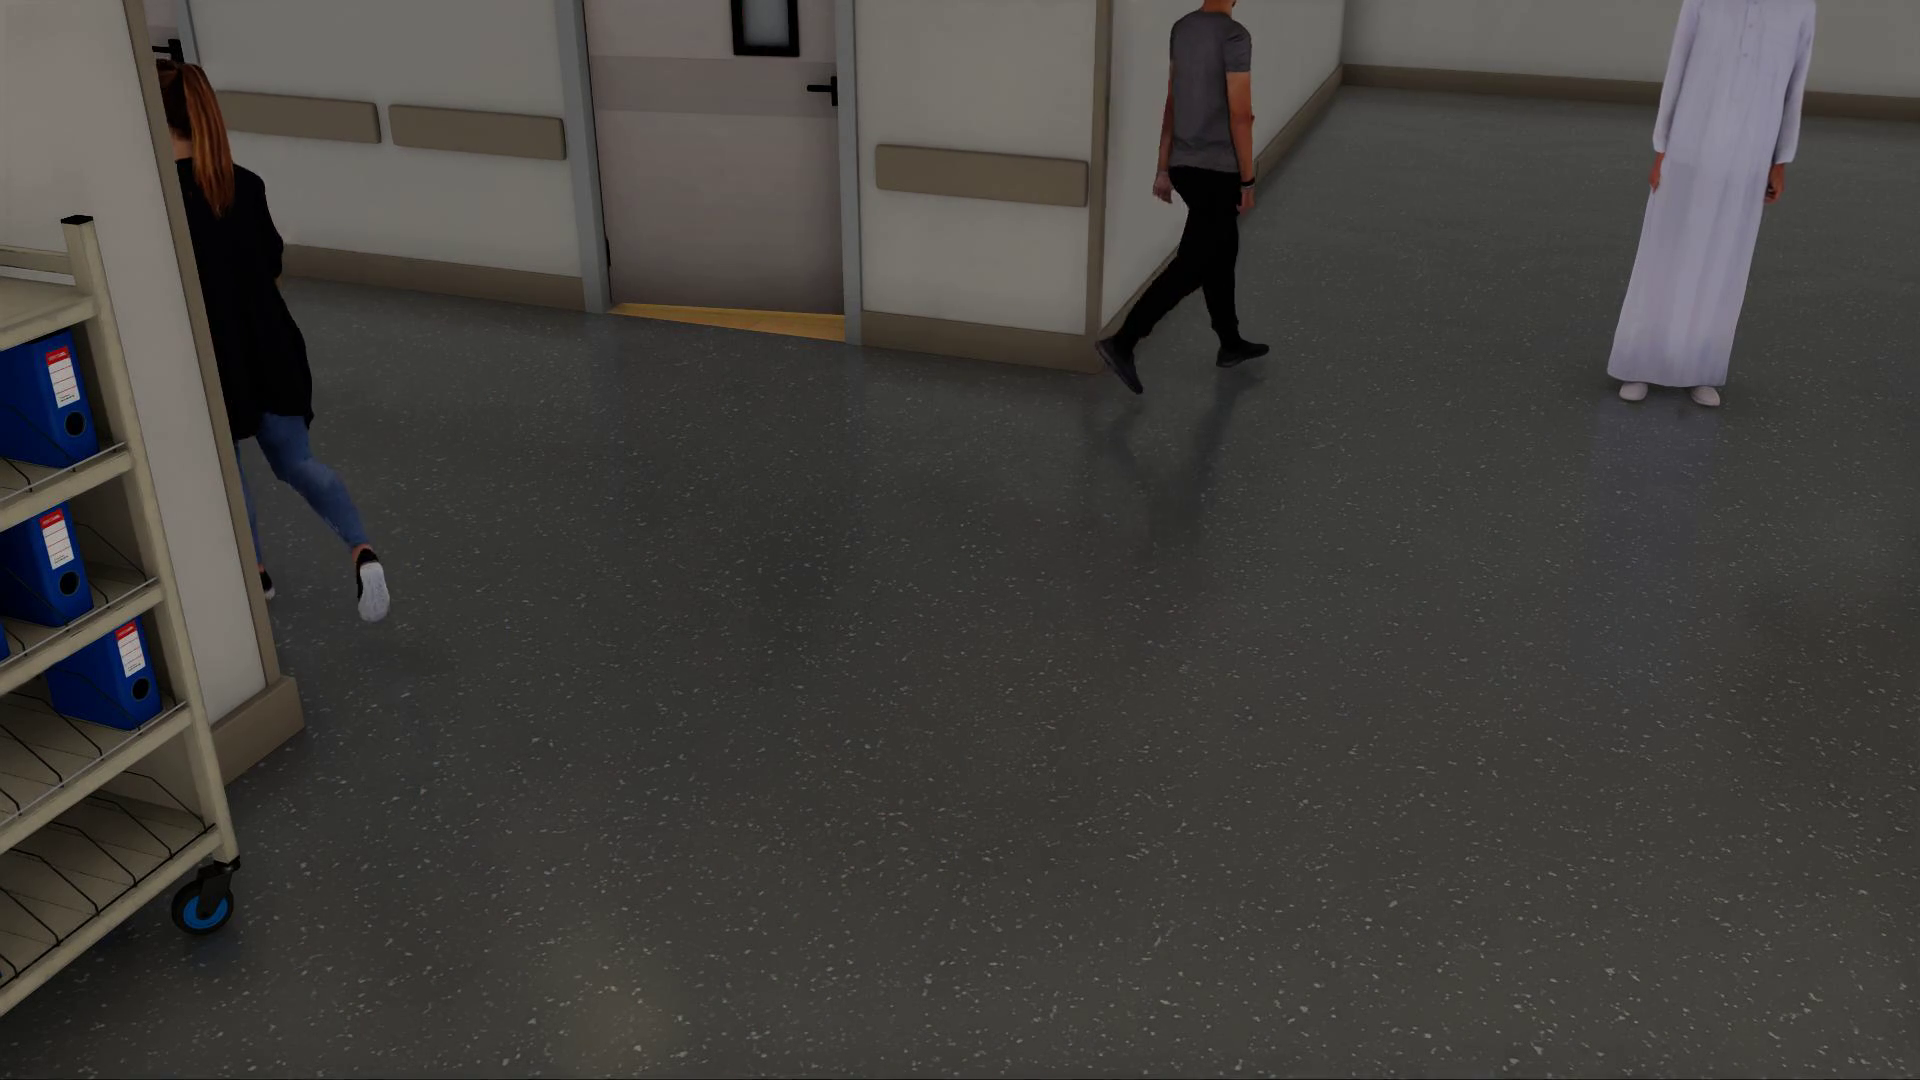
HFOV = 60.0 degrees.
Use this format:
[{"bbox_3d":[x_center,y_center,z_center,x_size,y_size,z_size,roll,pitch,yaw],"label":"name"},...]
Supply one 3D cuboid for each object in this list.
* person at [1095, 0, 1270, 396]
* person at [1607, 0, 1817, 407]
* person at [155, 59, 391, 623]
[{"bbox_3d":[0.911,-1.450,6.645,1.196,1.727,1.115,-9,27,-19],"label":"person"},{"bbox_3d":[2.953,-1.490,6.493,0.722,1.931,0.671,6,26,12],"label":"person"},{"bbox_3d":[-2.012,-0.488,4.730,0.846,1.657,1.059,17,30,31],"label":"person"}]
